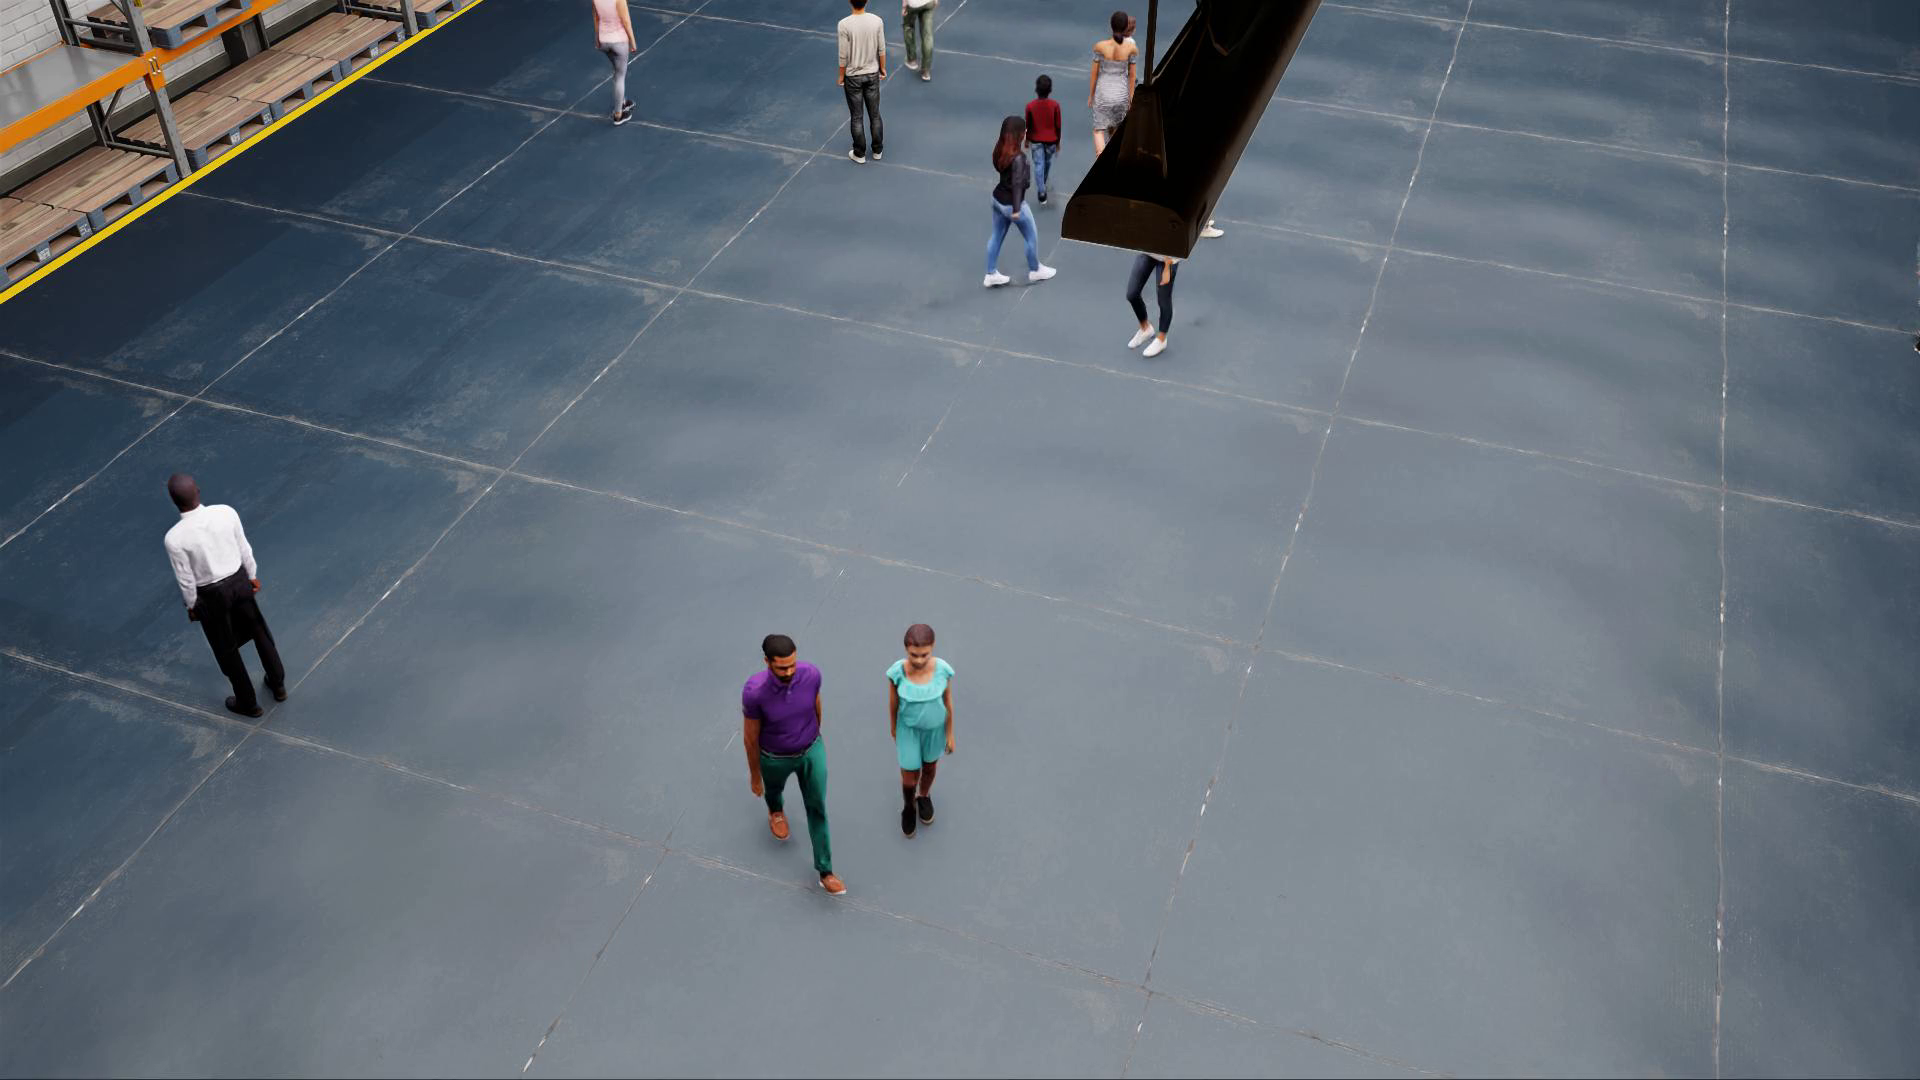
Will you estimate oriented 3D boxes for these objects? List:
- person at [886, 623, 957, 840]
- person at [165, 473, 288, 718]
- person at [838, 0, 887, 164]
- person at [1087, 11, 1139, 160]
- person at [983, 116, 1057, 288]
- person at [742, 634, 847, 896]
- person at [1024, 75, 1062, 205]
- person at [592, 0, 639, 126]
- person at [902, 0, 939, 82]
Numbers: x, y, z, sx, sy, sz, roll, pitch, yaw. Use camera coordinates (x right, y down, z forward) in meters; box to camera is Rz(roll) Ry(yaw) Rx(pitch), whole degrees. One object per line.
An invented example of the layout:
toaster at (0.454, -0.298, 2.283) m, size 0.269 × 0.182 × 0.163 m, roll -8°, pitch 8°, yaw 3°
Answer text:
person at (-0.223, 1.043, 9.791) m, size 0.653 × 1.547 × 0.701 m, roll -4°, pitch 39°, yaw -5°
person at (-4.622, 0.345, 10.434) m, size 0.764 × 1.836 × 0.592 m, roll 27°, pitch 46°, yaw 30°
person at (-0.986, -4.695, 16.764) m, size 0.727 × 1.811 × 0.769 m, roll -14°, pitch 41°, yaw -17°
person at (1.470, -4.198, 16.149) m, size 0.810 × 1.803 × 0.982 m, roll -1°, pitch 39°, yaw -2°
person at (0.373, -2.970, 14.764) m, size 1.034 × 1.612 × 0.976 m, roll -17°, pitch 42°, yaw -20°
person at (-1.019, 1.155, 9.514) m, size 1.145 × 1.718 × 1.227 m, roll -15°, pitch 41°, yaw -18°
person at (0.811, -3.870, 16.203) m, size 0.769 × 1.221 × 0.968 m, roll -4°, pitch 39°, yaw -5°
person at (-3.681, -5.196, 17.472) m, size 0.607 × 1.711 × 0.734 m, roll 17°, pitch 42°, yaw 20°
person at (-0.425, -5.908, 18.423) m, size 0.849 × 1.637 × 0.932 m, roll -11°, pitch 40°, yaw -13°
